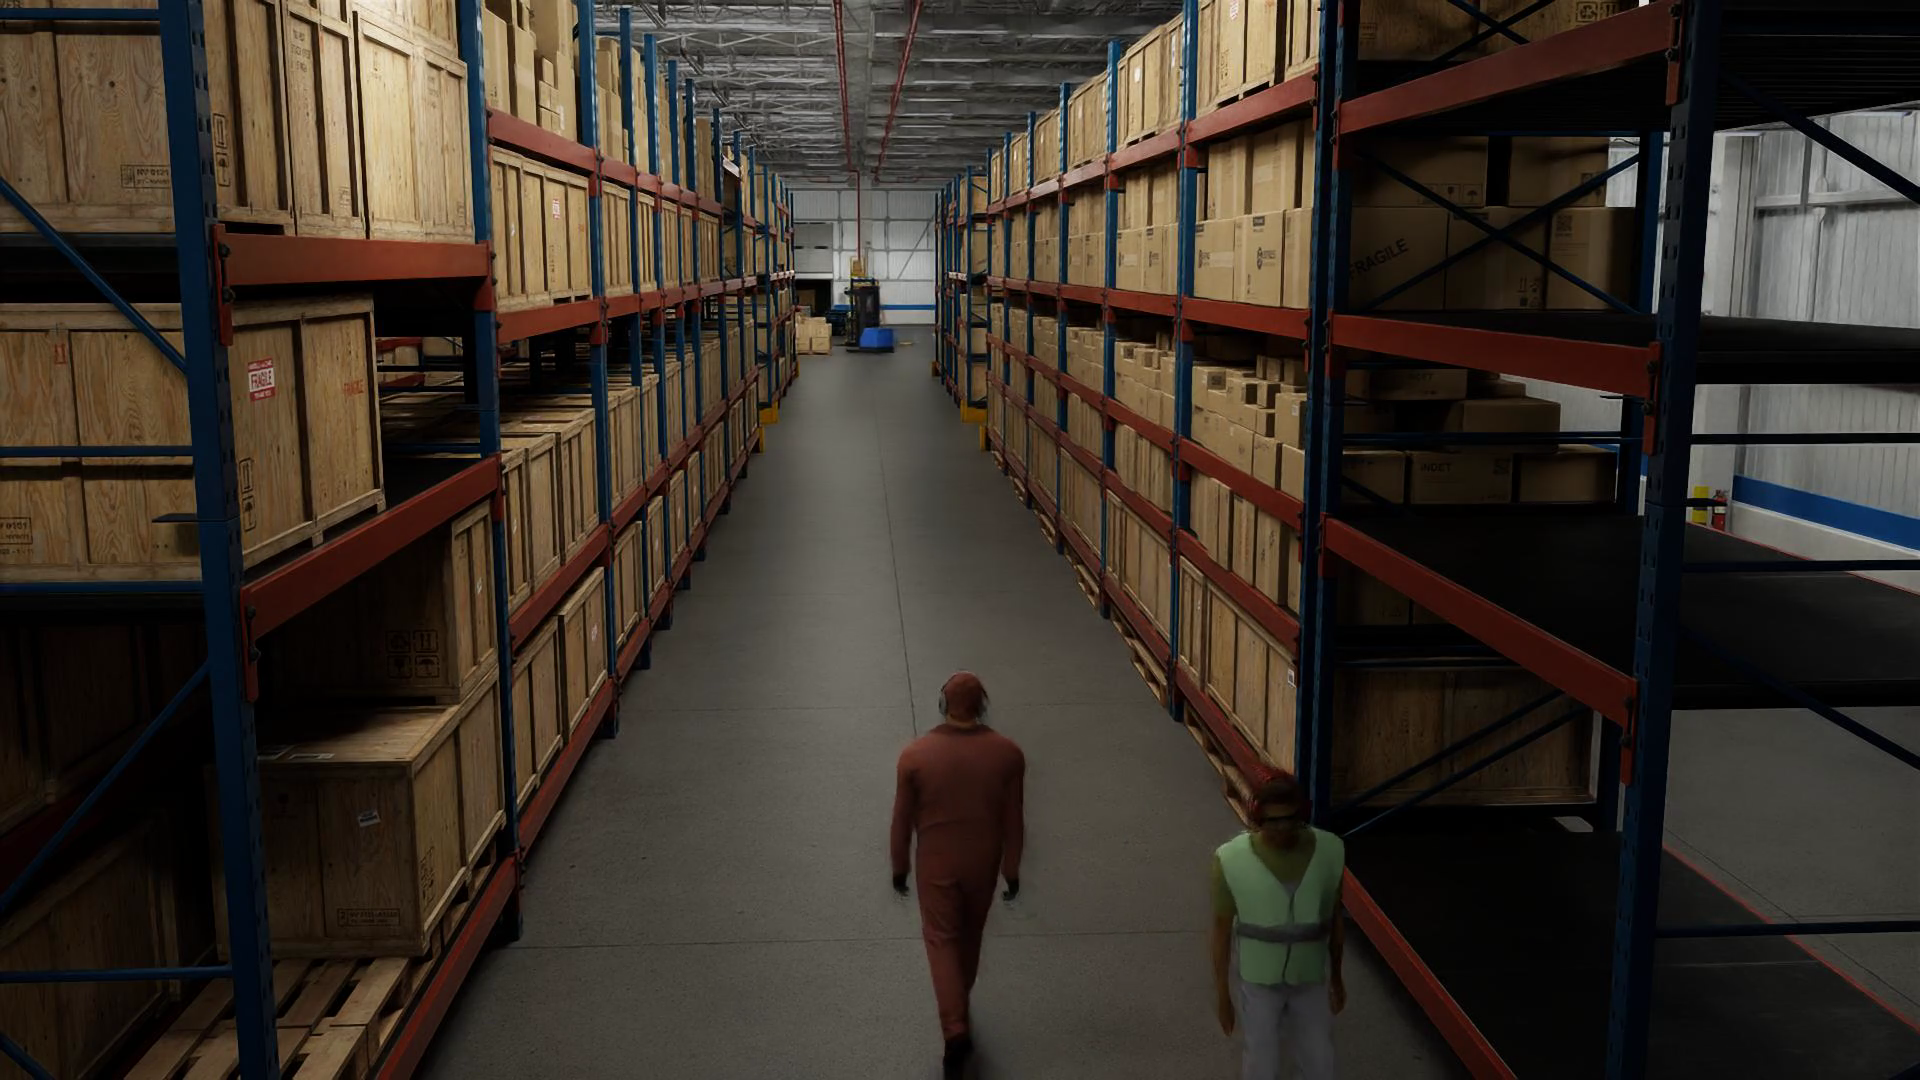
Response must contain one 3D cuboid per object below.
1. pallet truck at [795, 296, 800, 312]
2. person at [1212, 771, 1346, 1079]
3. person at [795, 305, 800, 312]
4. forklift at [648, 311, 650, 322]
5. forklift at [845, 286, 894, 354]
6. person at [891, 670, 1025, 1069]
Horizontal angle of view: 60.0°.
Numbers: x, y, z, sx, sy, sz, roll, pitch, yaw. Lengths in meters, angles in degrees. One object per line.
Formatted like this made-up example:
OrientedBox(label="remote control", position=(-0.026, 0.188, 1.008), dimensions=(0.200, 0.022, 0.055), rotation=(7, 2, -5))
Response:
OrientedBox(label="pallet truck", position=(-8.622, -12.439, 91.403), dimensions=(1.885, 1.965, 0.823), rotation=(2, 10, 13))
OrientedBox(label="person", position=(1.307, 1.812, 6.784), dimensions=(0.591, 1.821, 0.459), rotation=(-1, 10, -9))
OrientedBox(label="person", position=(-7.300, -9.582, 74.647), dimensions=(0.569, 1.888, 0.957), rotation=(-4, 10, -20))
OrientedBox(label="forklift", position=(-9.718, -6.053, 50.626), dimensions=(1.129, 2.768, 1.873), rotation=(-1, 10, -4))
OrientedBox(label="forklift", position=(-3.759, -9.219, 69.537), dimensions=(1.873, 2.768, 1.129), rotation=(9, 13, 43))
OrientedBox(label="person", position=(-0.005, 1.572, 8.133), dimensions=(0.647, 1.868, 0.956), rotation=(-1, 10, -7))
